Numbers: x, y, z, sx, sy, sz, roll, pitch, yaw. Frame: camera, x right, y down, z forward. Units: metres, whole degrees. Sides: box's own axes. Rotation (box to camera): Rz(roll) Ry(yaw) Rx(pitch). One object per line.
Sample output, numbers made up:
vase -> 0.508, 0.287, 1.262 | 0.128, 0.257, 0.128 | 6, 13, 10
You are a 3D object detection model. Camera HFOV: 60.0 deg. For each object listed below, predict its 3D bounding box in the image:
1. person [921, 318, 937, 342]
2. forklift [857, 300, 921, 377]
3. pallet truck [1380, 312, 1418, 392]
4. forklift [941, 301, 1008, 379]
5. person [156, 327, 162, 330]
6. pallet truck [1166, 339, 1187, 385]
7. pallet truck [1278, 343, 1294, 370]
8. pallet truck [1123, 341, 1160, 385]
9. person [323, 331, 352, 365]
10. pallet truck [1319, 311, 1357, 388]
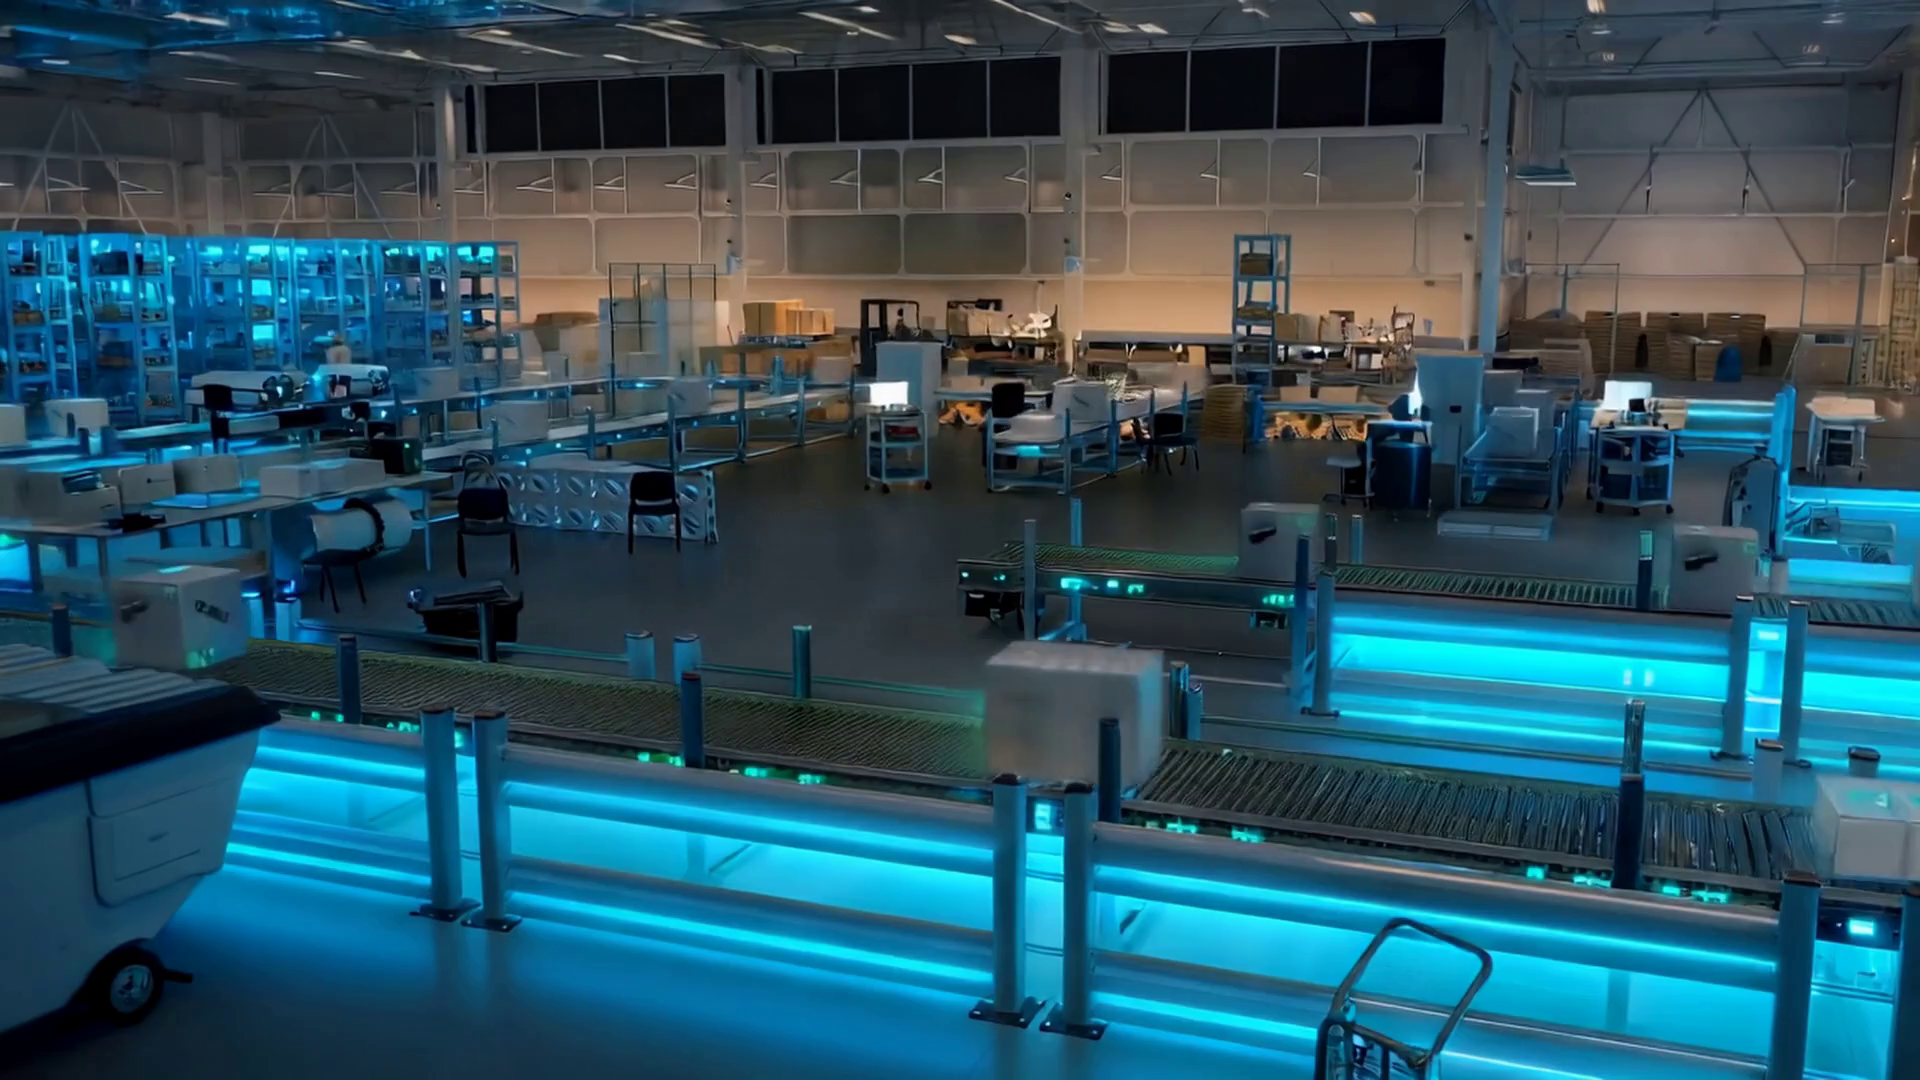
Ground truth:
person -> -0.704, -4.059, 37.441 | 0.972, 1.865, 0.645 | -2, 10, -11
forklift -> -1.732, -5.109, 42.468 | 1.157, 1.987, 2.680 | 4, 10, 22
pallet truck -> 10.207, -4.283, 38.369 | 0.823, 1.965, 1.885 | 3, 10, 20
forklift -> 0.365, -4.966, 41.571 | 1.157, 1.987, 2.680 | 3, 10, 20
person -> -17.861, -3.993, 37.122 | 0.578, 1.830, 0.408 | -7, 11, -35
pallet truck -> 5.418, -4.269, 40.420 | 0.704, 1.261, 1.522 | 3, 10, 20
pallet truck -> 7.886, -4.163, 39.743 | 0.653, 1.274, 1.630 | 4, 10, 22
pallet truck -> 4.445, -4.380, 41.279 | 0.680, 1.201, 1.601 | 4, 10, 22
person -> -11.984, -3.099, 31.814 | 0.624, 1.786, 0.915 | 5, 11, 30
pallet truck -> 9.071, -4.419, 39.190 | 0.823, 1.965, 1.885 | 5, 10, 26
